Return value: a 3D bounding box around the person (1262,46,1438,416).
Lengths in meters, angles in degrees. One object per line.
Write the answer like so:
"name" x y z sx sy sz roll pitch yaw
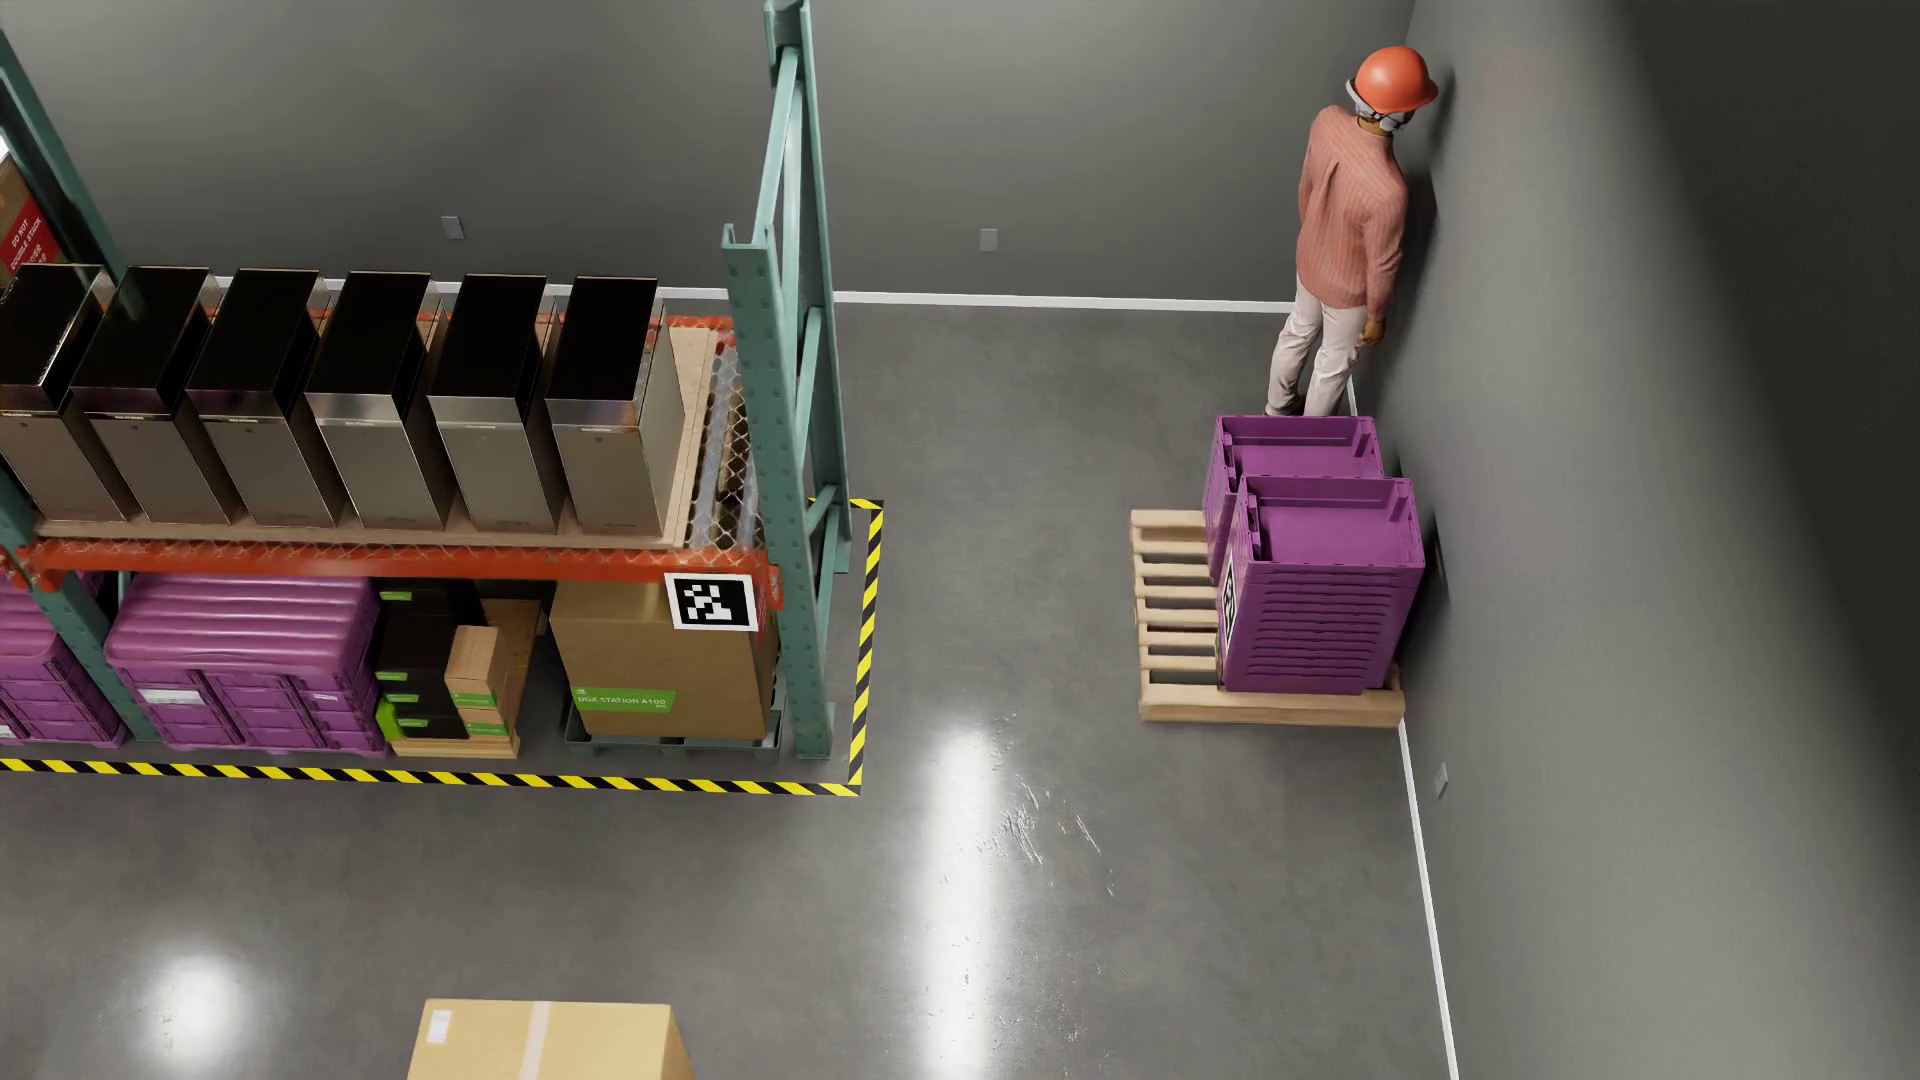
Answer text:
"person" 1.499 -1.053 6.487 0.375 1.995 0.609 -18 54 -13
